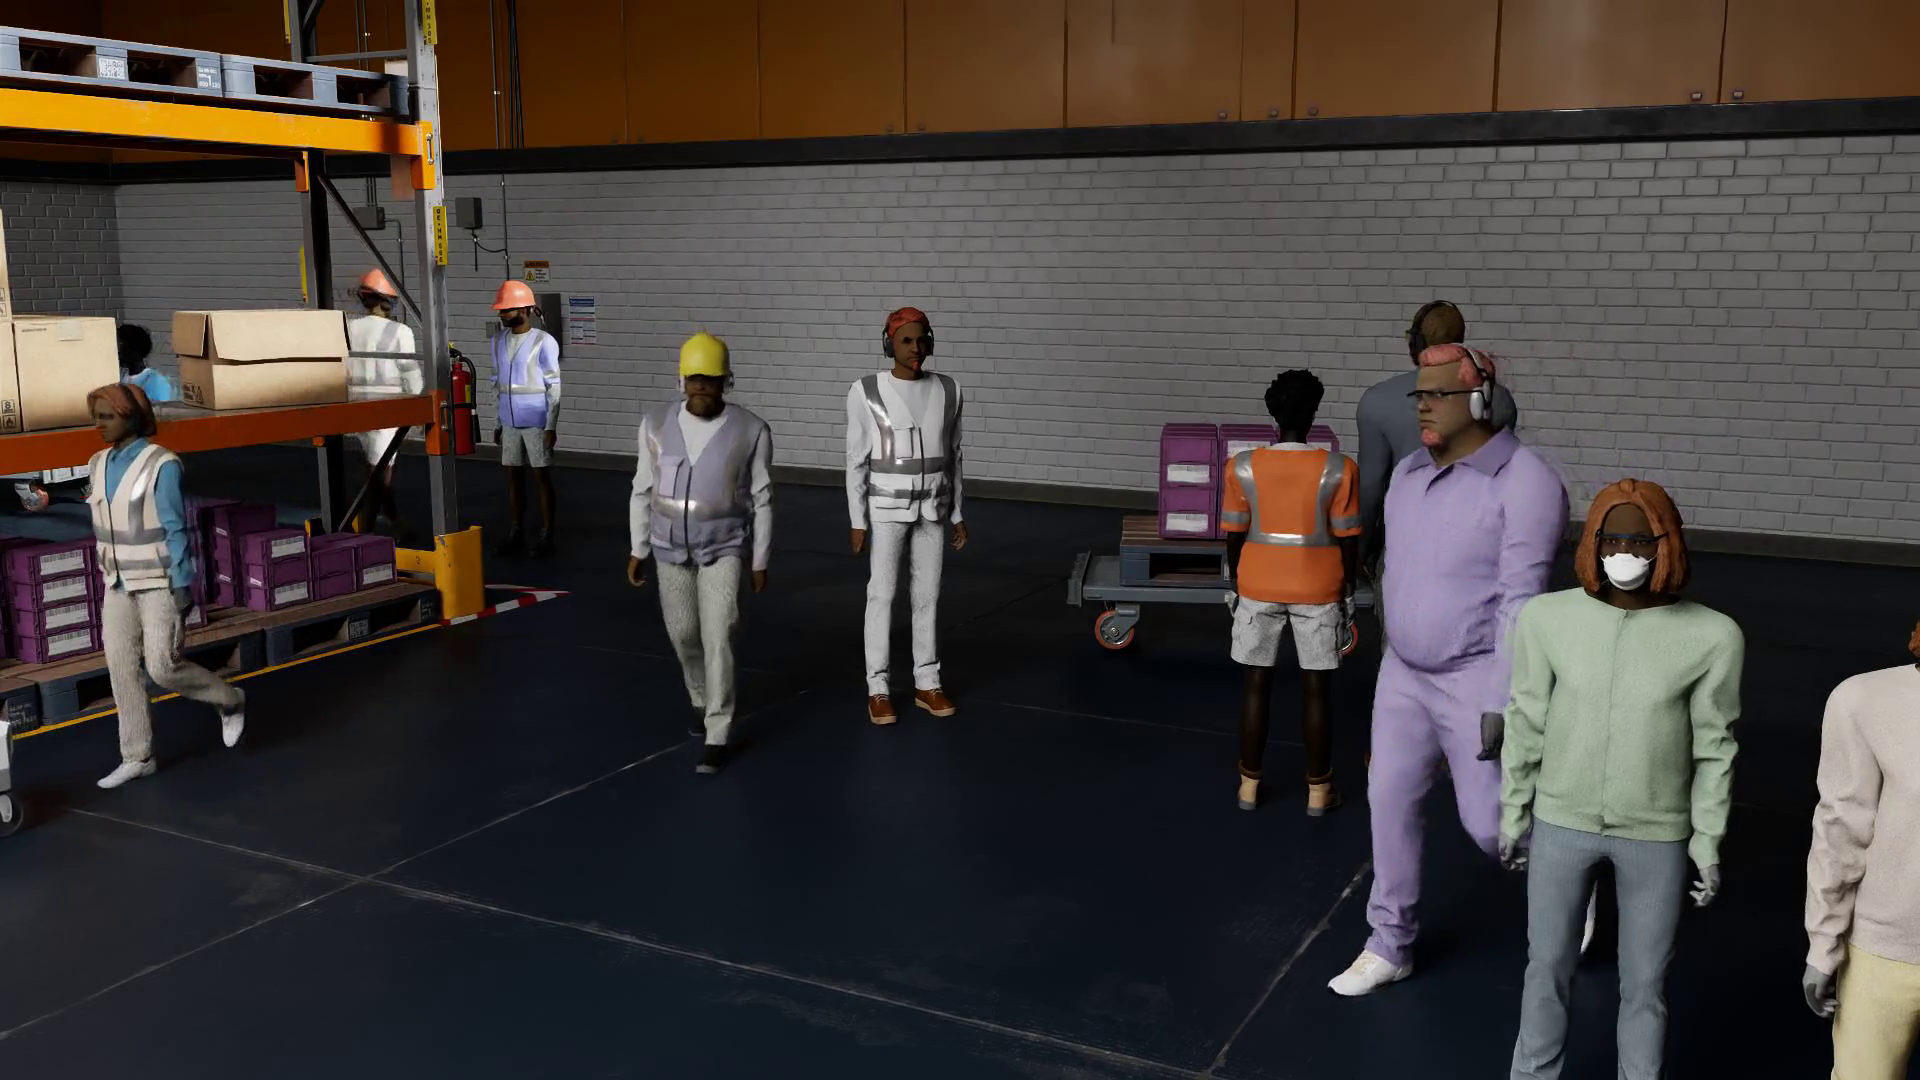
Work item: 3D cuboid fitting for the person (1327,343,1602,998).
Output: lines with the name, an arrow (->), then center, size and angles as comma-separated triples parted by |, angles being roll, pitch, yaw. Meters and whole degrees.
person -> 1.472, 0.377, 4.760 | 0.778, 1.884, 0.634 | -6, 11, -30

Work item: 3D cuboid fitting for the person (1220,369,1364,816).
person -> 1.252, 0.203, 6.295 | 0.533, 1.697, 0.317 | 4, 10, 20

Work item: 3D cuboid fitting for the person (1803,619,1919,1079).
person -> 1.838, 0.792, 3.093 | 0.496, 1.629, 0.277 | 4, 11, 22

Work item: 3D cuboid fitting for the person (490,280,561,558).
person -> -3.047, -0.834, 11.611 | 0.547, 1.934, 0.375 | 4, 11, 23

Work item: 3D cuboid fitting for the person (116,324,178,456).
person -> -5.224, -0.525, 10.553 | 0.537, 1.679, 0.551 | 6, 11, 30

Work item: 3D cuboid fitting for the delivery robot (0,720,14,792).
delivery robot -> -3.745, 0.802, 5.857 | 0.477, 0.478, 0.707 | 6, 11, 30

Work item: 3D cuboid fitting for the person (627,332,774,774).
person -> -1.090, 0.020, 7.051 | 0.593, 1.804, 0.791 | 1, 10, 9

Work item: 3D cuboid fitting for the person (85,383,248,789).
person -> -3.243, 0.165, 6.722 | 0.527, 1.619, 0.550 | 5, 11, 26

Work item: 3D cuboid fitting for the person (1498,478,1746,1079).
person -> 1.478, 0.677, 3.780 | 0.497, 1.618, 0.284 | 5, 11, 25

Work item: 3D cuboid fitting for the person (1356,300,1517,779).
person -> 1.889, 0.012, 6.696 | 0.636, 1.940, 0.365 | 0, 10, 1

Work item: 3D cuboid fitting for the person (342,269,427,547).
person -> -4.012, -0.887, 11.719 | 0.603, 2.000, 0.937 | 4, 11, 23

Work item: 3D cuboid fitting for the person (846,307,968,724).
person -> -0.236, -0.110, 7.567 | 0.584, 1.882, 0.347 | -5, 11, -27
